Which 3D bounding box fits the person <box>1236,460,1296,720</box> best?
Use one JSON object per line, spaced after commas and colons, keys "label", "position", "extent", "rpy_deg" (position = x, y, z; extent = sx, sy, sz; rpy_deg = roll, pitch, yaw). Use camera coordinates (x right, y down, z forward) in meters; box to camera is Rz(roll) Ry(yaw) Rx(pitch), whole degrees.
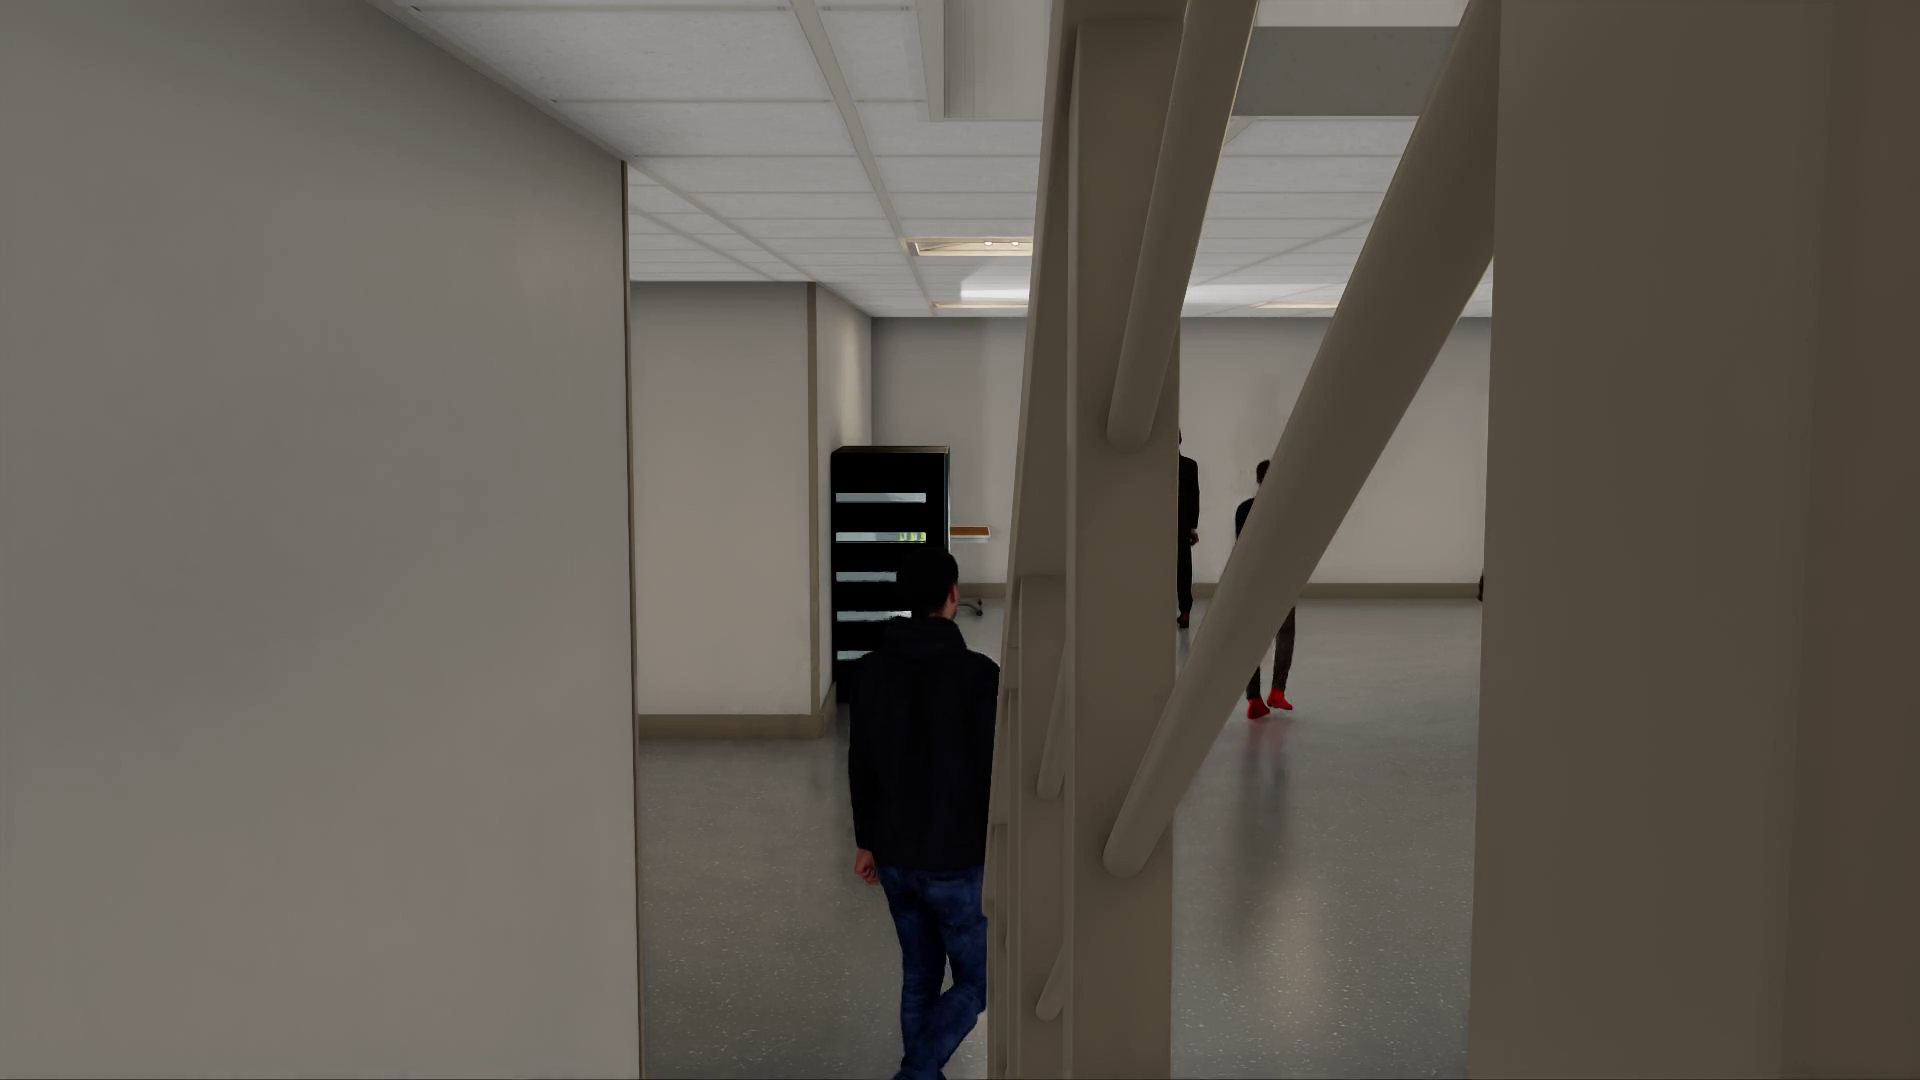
{"label": "person", "position": [2.073, 0.358, 11.506], "extent": [0.770, 1.791, 0.799], "rpy_deg": [3, 7, 29]}

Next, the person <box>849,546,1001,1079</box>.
{"label": "person", "position": [-0.112, 0.978, 5.000], "extent": [0.936, 1.859, 1.093], "rpy_deg": [3, 6, 27]}
